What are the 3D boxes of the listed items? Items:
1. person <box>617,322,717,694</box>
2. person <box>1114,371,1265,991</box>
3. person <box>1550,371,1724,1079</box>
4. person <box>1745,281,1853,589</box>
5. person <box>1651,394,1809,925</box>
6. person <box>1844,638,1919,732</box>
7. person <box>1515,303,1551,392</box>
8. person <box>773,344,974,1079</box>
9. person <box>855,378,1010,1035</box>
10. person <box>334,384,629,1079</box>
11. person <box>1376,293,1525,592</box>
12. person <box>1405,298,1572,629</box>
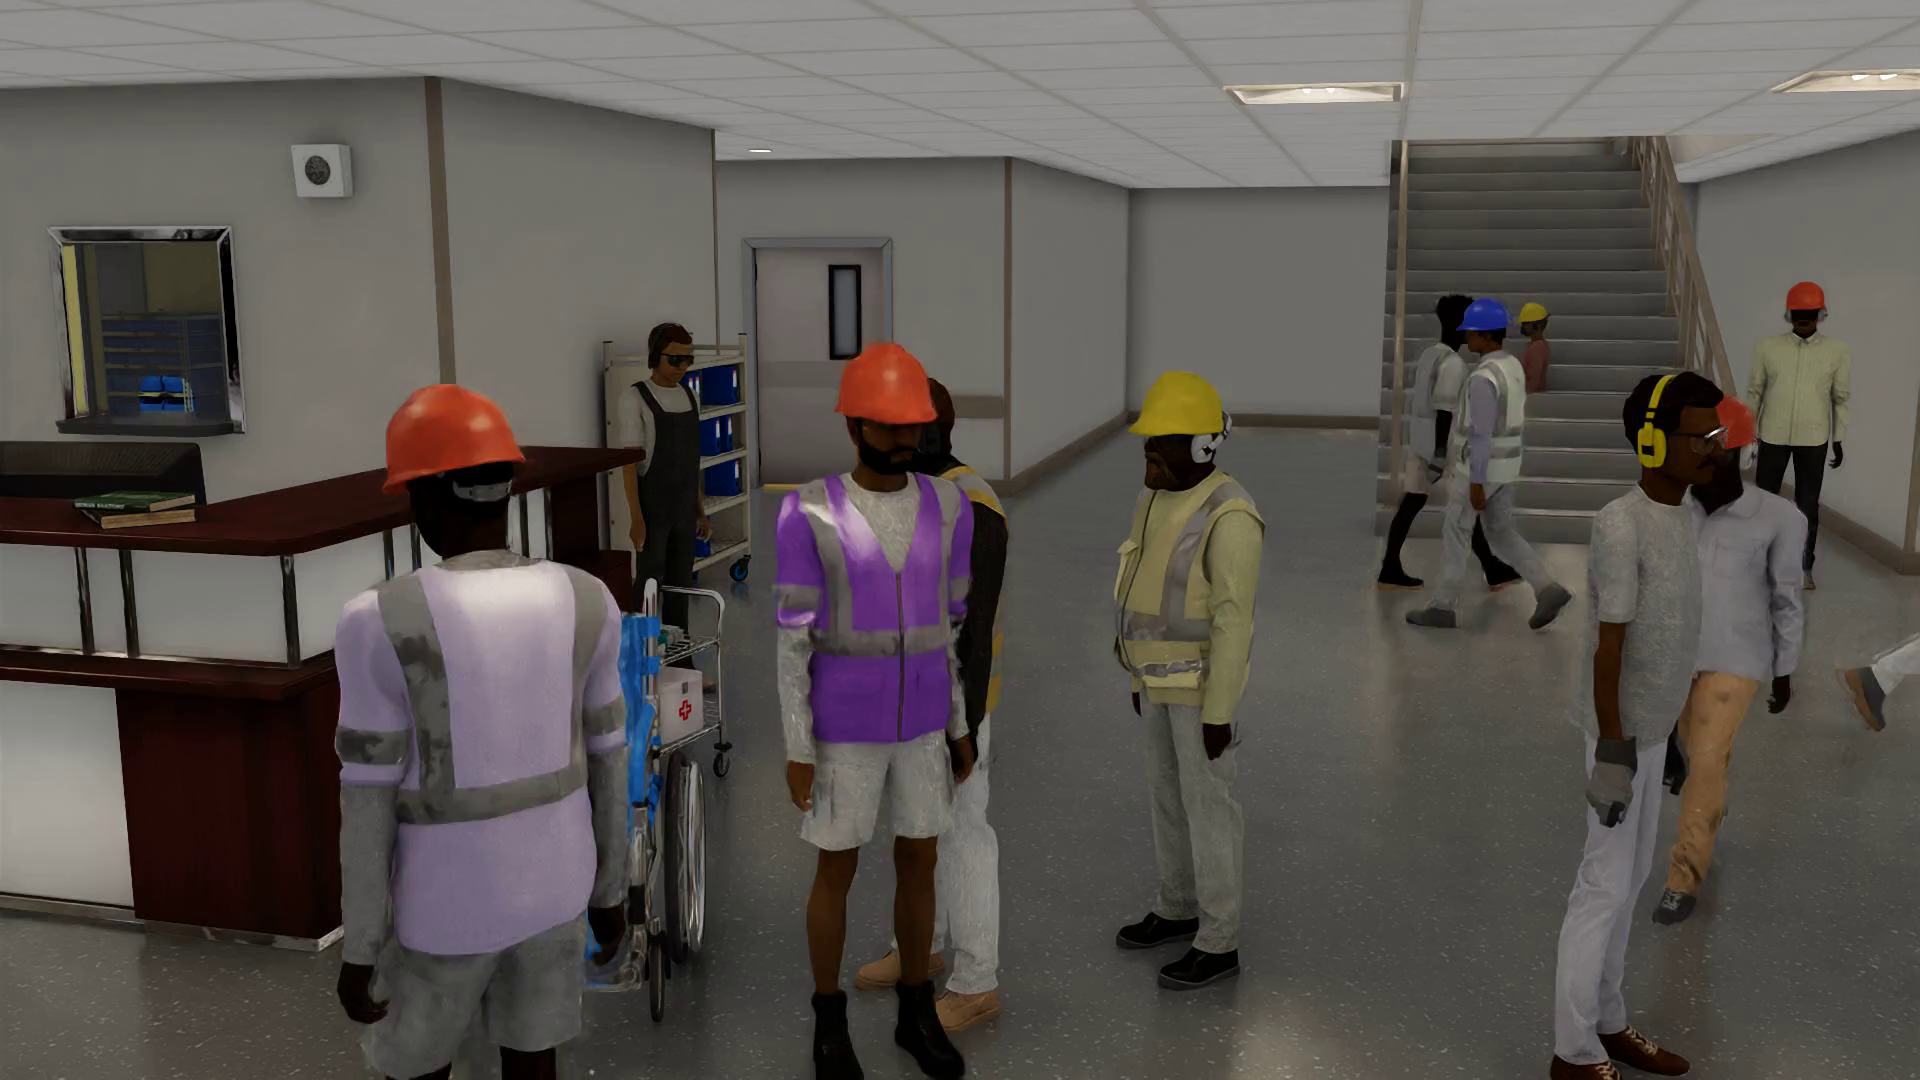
[{"bbox_3d":[-1.413,-0.129,8.062,0.345,1.840,0.504,6,11,33],"label":"person"},{"bbox_3d":[0.662,0.410,4.951,0.404,1.826,0.591,-3,10,-19],"label":"person"},{"bbox_3d":[1.738,0.506,4.233,0.332,1.872,0.514,8,12,38],"label":"person"},{"bbox_3d":[5.416,-0.673,10.810,0.619,1.992,0.394,5,11,26],"label":"person"},{"bbox_3d":[2.530,0.354,5.621,0.571,1.718,0.880,9,13,42],"label":"person"},{"bbox_3d":[4.320,0.030,7.090,0.797,1.857,0.576,6,11,29],"label":"person"},{"bbox_3d":[4.917,-1.157,14.344,0.313,1.767,0.523,4,10,21],"label":"person"},{"bbox_3d":[-0.195,0.472,4.281,0.556,1.930,0.404,-5,11,-25],"label":"person"},{"bbox_3d":[-0.101,0.453,4.682,0.431,1.835,0.622,-5,11,-28],"label":"person"},{"bbox_3d":[-0.871,0.673,3.118,0.581,1.912,0.565,-8,13,-40],"label":"person"},{"bbox_3d":[3.176,-0.611,10.665,0.999,1.912,0.614,-1,10,-5],"label":"person"},{"bbox_3d":[3.048,-0.417,9.507,0.831,1.923,0.626,8,13,39],"label":"person"}]
